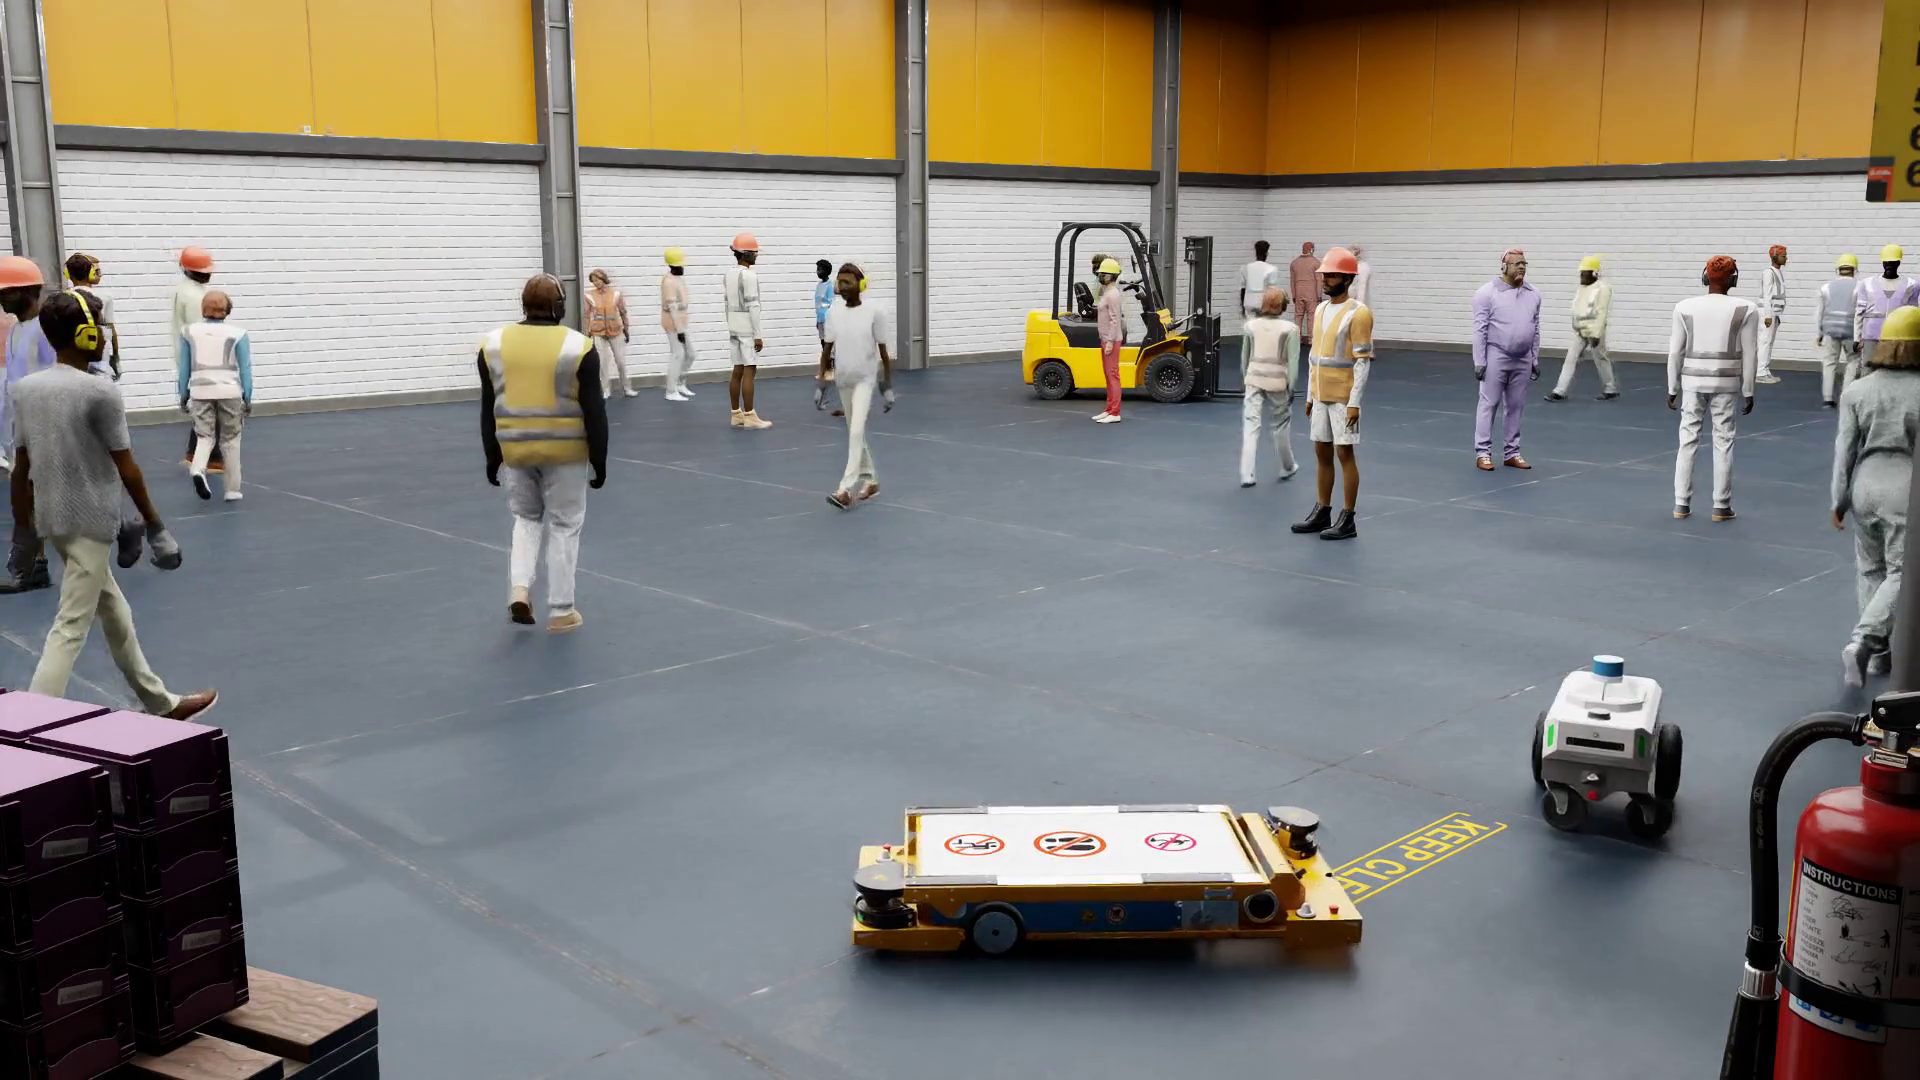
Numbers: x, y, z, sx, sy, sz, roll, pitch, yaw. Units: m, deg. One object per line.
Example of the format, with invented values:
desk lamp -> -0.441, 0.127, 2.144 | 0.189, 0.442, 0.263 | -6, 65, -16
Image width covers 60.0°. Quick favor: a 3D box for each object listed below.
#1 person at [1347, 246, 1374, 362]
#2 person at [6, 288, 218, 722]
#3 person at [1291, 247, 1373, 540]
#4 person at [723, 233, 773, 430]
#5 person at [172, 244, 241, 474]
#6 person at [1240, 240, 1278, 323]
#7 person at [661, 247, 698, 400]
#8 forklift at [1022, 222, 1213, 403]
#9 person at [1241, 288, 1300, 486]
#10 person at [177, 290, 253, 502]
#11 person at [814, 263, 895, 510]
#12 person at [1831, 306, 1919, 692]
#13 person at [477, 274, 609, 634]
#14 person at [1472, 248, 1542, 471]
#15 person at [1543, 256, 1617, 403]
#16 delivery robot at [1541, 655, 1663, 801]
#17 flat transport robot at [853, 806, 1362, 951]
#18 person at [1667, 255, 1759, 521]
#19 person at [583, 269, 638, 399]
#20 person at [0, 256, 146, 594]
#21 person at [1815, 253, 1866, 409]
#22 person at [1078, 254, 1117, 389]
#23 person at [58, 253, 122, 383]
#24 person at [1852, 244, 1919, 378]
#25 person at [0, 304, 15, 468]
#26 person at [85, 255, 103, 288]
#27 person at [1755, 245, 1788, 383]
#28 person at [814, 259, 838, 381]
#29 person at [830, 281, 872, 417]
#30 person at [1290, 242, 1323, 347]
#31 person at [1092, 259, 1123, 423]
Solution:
person -> 6.240, -3.742, 26.468 | 0.941, 1.853, 0.666 | -3, 11, -16
person -> -3.281, -0.032, 6.323 | 0.505, 1.817, 0.990 | 5, 12, 27
person -> 2.496, -0.973, 11.120 | 0.353, 1.942, 0.546 | -5, 12, -26
person -> -2.233, -2.176, 17.404 | 0.376, 2.045, 0.605 | -7, 13, -35
person -> -6.390, -1.509, 14.047 | 0.430, 1.945, 0.654 | -6, 12, -29
person -> 4.523, -3.548, 25.144 | 0.620, 1.951, 0.475 | 6, 12, 28
person -> -3.456, -2.627, 20.341 | 0.408, 1.879, 0.700 | 2, 11, 9
forklift -> 1.935, -2.847, 20.651 | 2.313, 2.155, 1.214 | 2, 11, 13
person -> 2.523, -1.246, 13.554 | 0.526, 1.591, 0.855 | 6, 12, 29
person -> -5.601, -1.062, 12.478 | 0.540, 1.614, 0.548 | -1, 10, -7
person -> -0.812, -1.153, 12.447 | 0.554, 1.814, 0.994 | 5, 11, 25
person -> 4.149, -0.185, 7.443 | 0.783, 1.720, 0.487 | -9, 14, -40
person -> -2.095, -0.426, 8.446 | 0.648, 1.829, 0.433 | 1, 10, 6
person -> 4.742, -1.557, 14.387 | 0.641, 1.913, 0.407 | -3, 11, -15
person -> 7.590, -2.529, 20.079 | 0.957, 1.776, 0.601 | -3, 11, -18
delivery robot -> 2.252, 0.647, 5.813 | 0.477, 0.478, 0.707 | 5, 12, 25
flat transport robot -> 0.408, 0.992, 4.961 | 1.431, 0.197, 0.652 | 0, 10, -1
person -> 5.344, -1.075, 11.833 | 0.585, 1.882, 0.344 | 7, 12, 32
person -> -4.345, -2.534, 20.521 | 0.587, 1.609, 0.406 | -2, 11, -12
person -> -5.184, -0.669, 9.547 | 0.554, 1.911, 0.748 | 7, 13, 35
person -> 10.332, -2.438, 19.458 | 0.620, 1.808, 0.545 | 10, 14, 43
person -> 1.942, -2.865, 21.882 | 0.972, 1.797, 0.642 | 0, 10, 3
person -> -7.530, -1.531, 14.354 | 0.520, 1.873, 0.328 | -7, 12, -33
person -> 9.837, -2.173, 17.702 | 0.593, 1.926, 0.366 | 5, 12, 26
person -> -8.390, -1.517, 14.567 | 0.309, 1.769, 0.525 | -1, 10, -6
person -> -8.026, -1.700, 15.346 | 0.325, 1.843, 0.516 | -5, 11, -23
person -> 11.162, -3.097, 22.861 | 0.353, 1.883, 0.578 | 7, 13, 35
person -> -1.855, -3.055, 23.162 | 0.319, 1.691, 0.536 | -6, 12, -28
person -> -1.217, -2.144, 18.398 | 0.629, 1.610, 0.509 | 8, 13, 38
person -> 6.309, -4.453, 30.201 | 0.642, 1.906, 0.410 | 9, 14, 40
person -> 1.607, -2.151, 18.014 | 0.303, 1.772, 0.526 | -1, 10, -3
